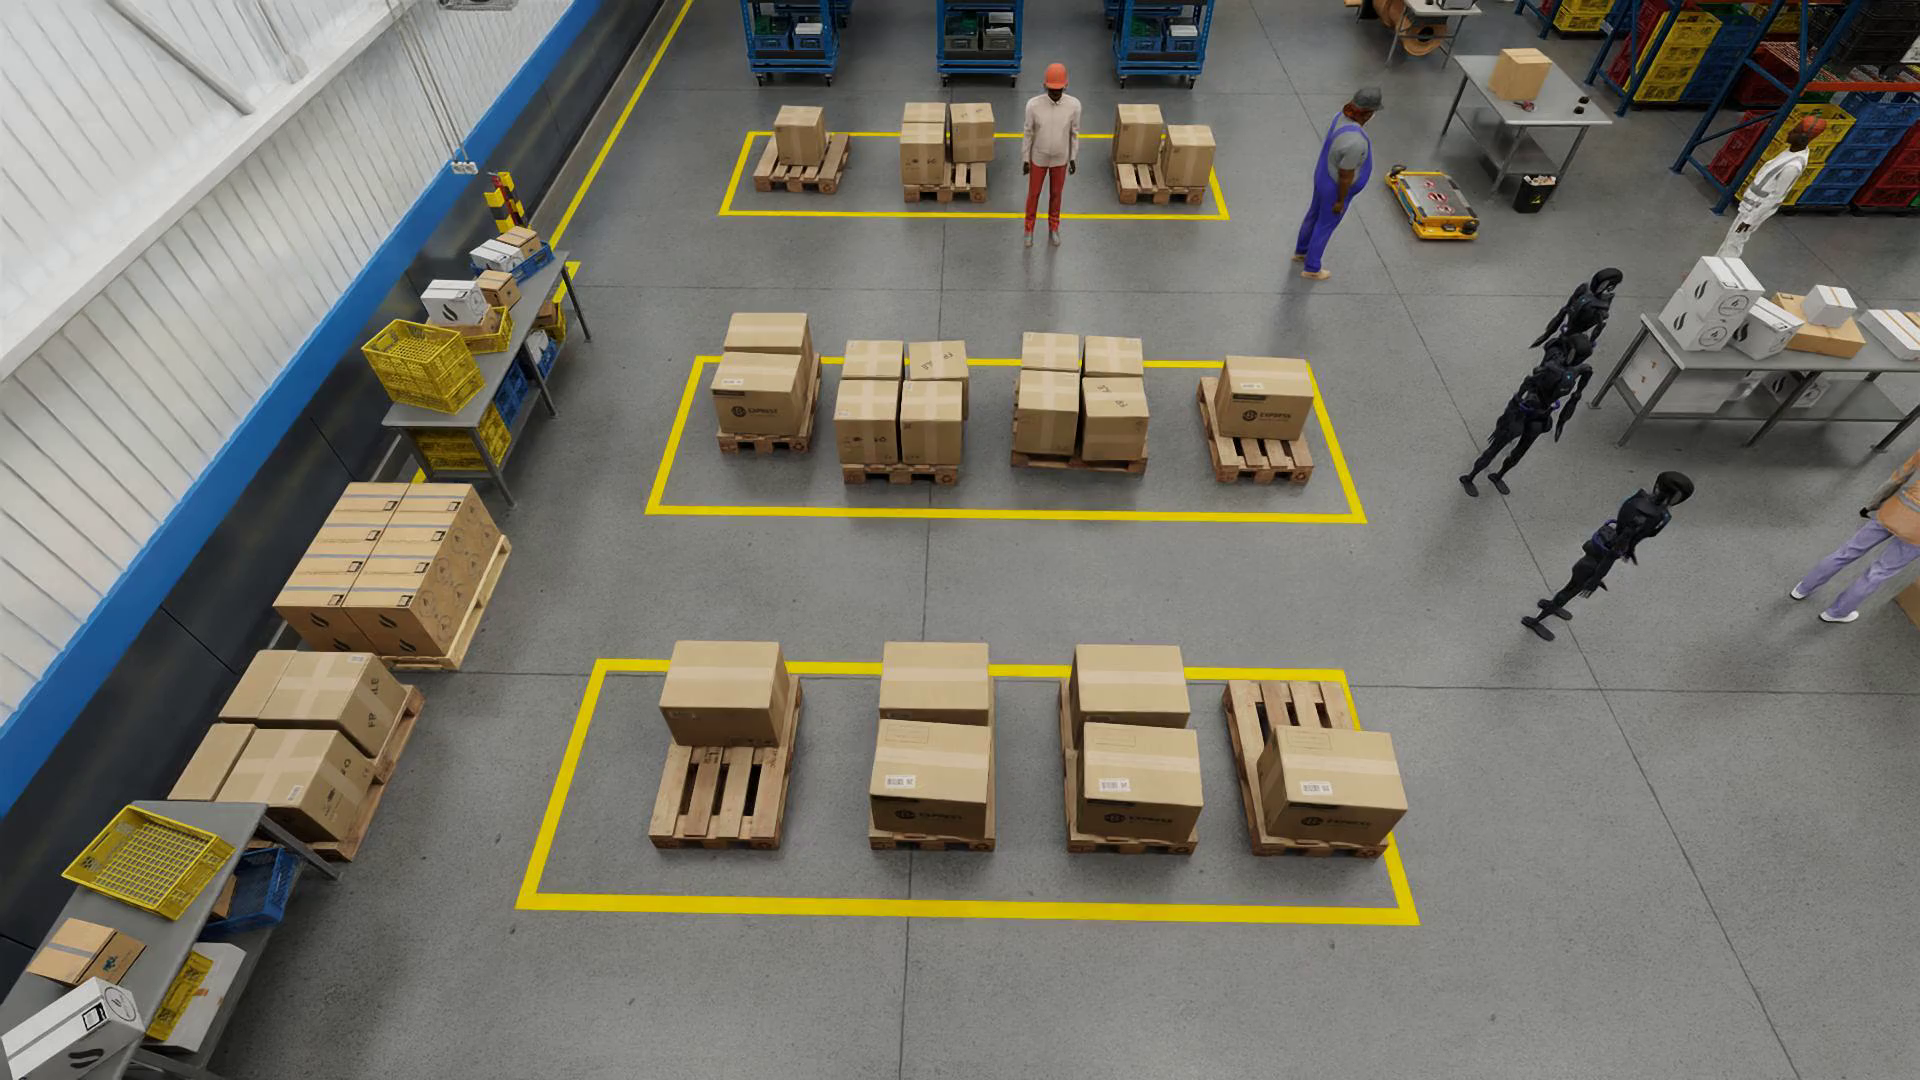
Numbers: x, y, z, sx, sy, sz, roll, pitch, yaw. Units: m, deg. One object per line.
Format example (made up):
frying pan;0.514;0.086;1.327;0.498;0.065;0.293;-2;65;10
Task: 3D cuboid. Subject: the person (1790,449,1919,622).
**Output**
person;6.783;-0.118;6.539;0.366;1.927;0.586;-17;51;-14

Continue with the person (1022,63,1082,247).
person;0.983;-4.161;9.994;0.610;1.994;0.392;-2;49;-2

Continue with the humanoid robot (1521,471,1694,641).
humanoid robot;4.606;0.114;6.503;0.562;1.649;0.352;-32;56;-25

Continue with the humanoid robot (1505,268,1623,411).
humanoid robot;5.288;-1.660;8.040;0.329;1.658;0.579;1;49;1

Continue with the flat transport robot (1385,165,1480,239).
flat transport robot;5.692;-4.094;11.059;0.652;0.197;1.431;1;49;1

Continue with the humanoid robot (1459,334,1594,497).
humanoid robot;4.639;-0.978;7.448;0.563;1.650;0.352;-4;49;-3

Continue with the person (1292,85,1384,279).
person;3.977;-3.733;9.594;0.536;2.000;0.677;-1;49;-1

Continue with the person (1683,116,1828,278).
person;8.136;-3.391;9.402;0.356;1.882;0.571;26;54;21

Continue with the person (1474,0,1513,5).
person;8.935;-9.690;14.960;0.879;1.720;0.540;2;49;2
